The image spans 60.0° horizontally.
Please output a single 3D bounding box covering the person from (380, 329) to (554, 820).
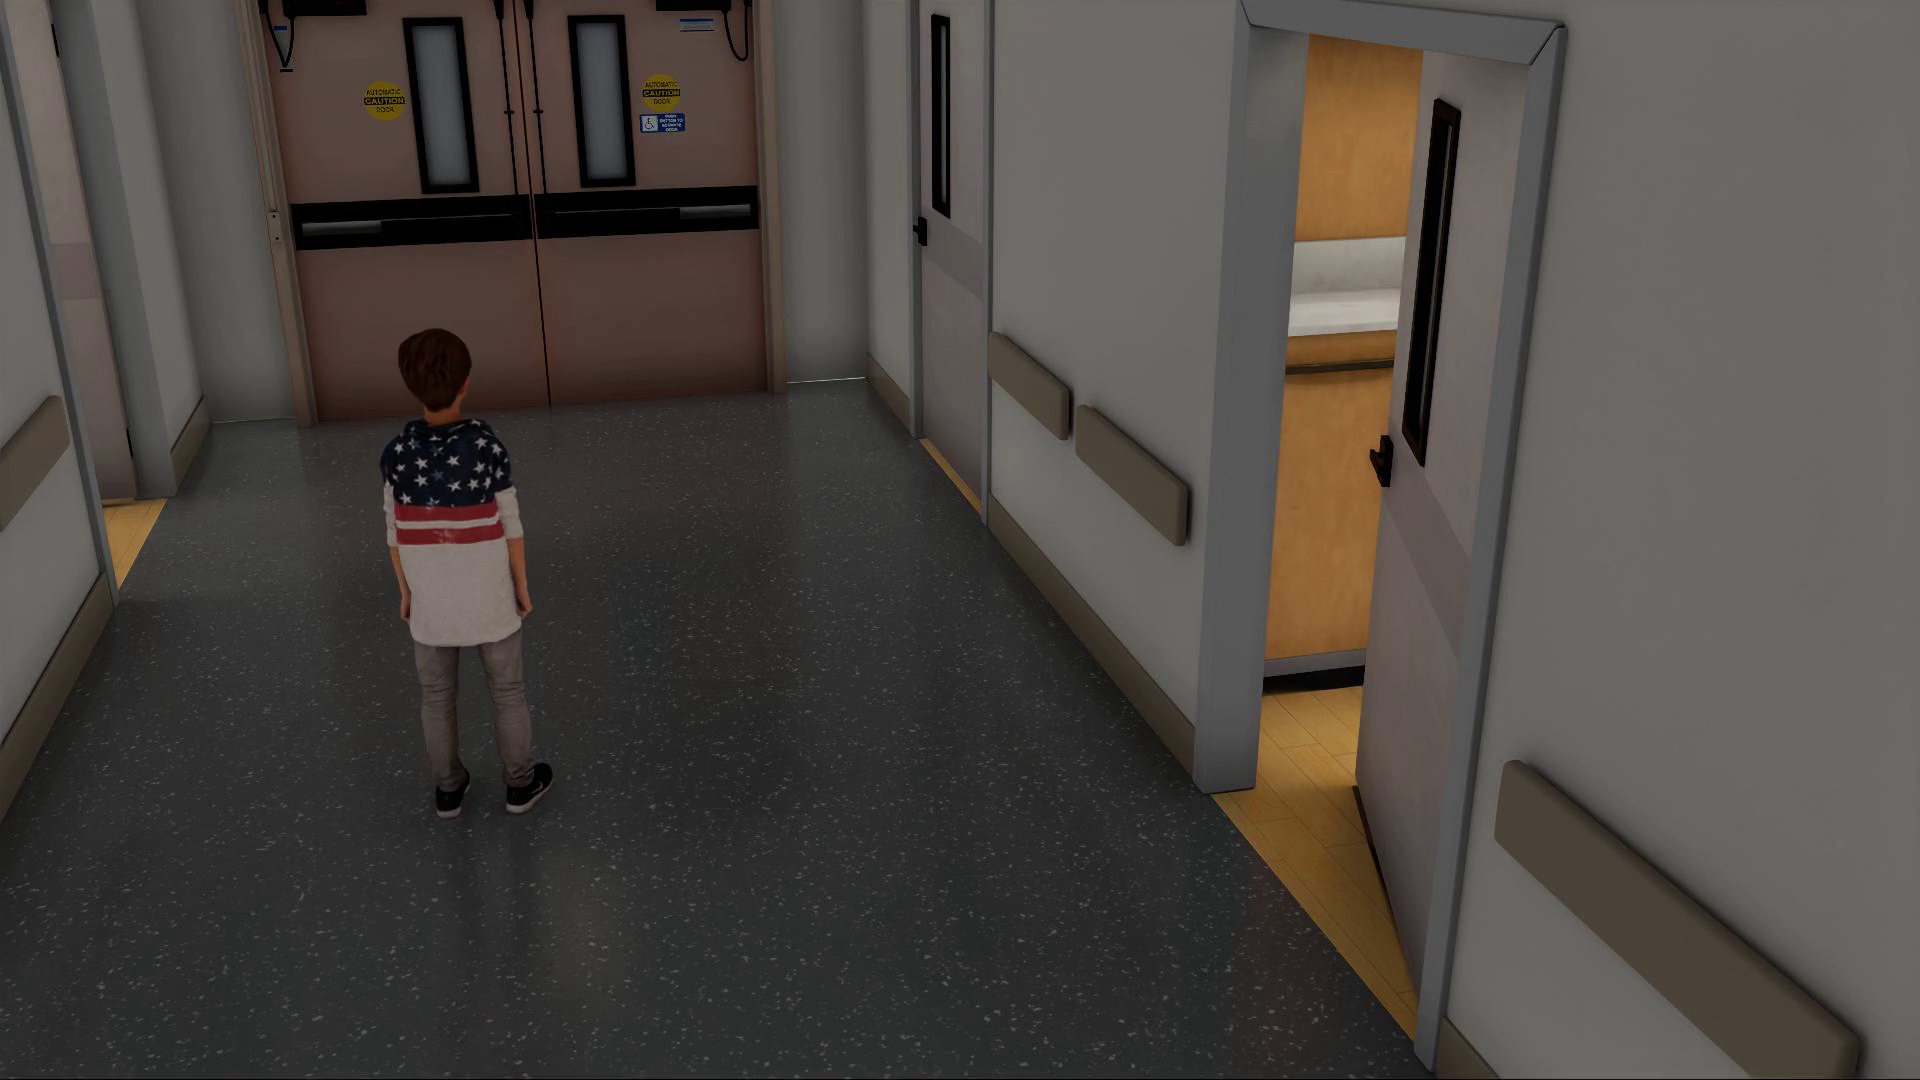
[{"bbox_3d":[-1.421,0.105,4.726,0.549,1.440,0.512,-2,21,-4],"label":"person"}]
